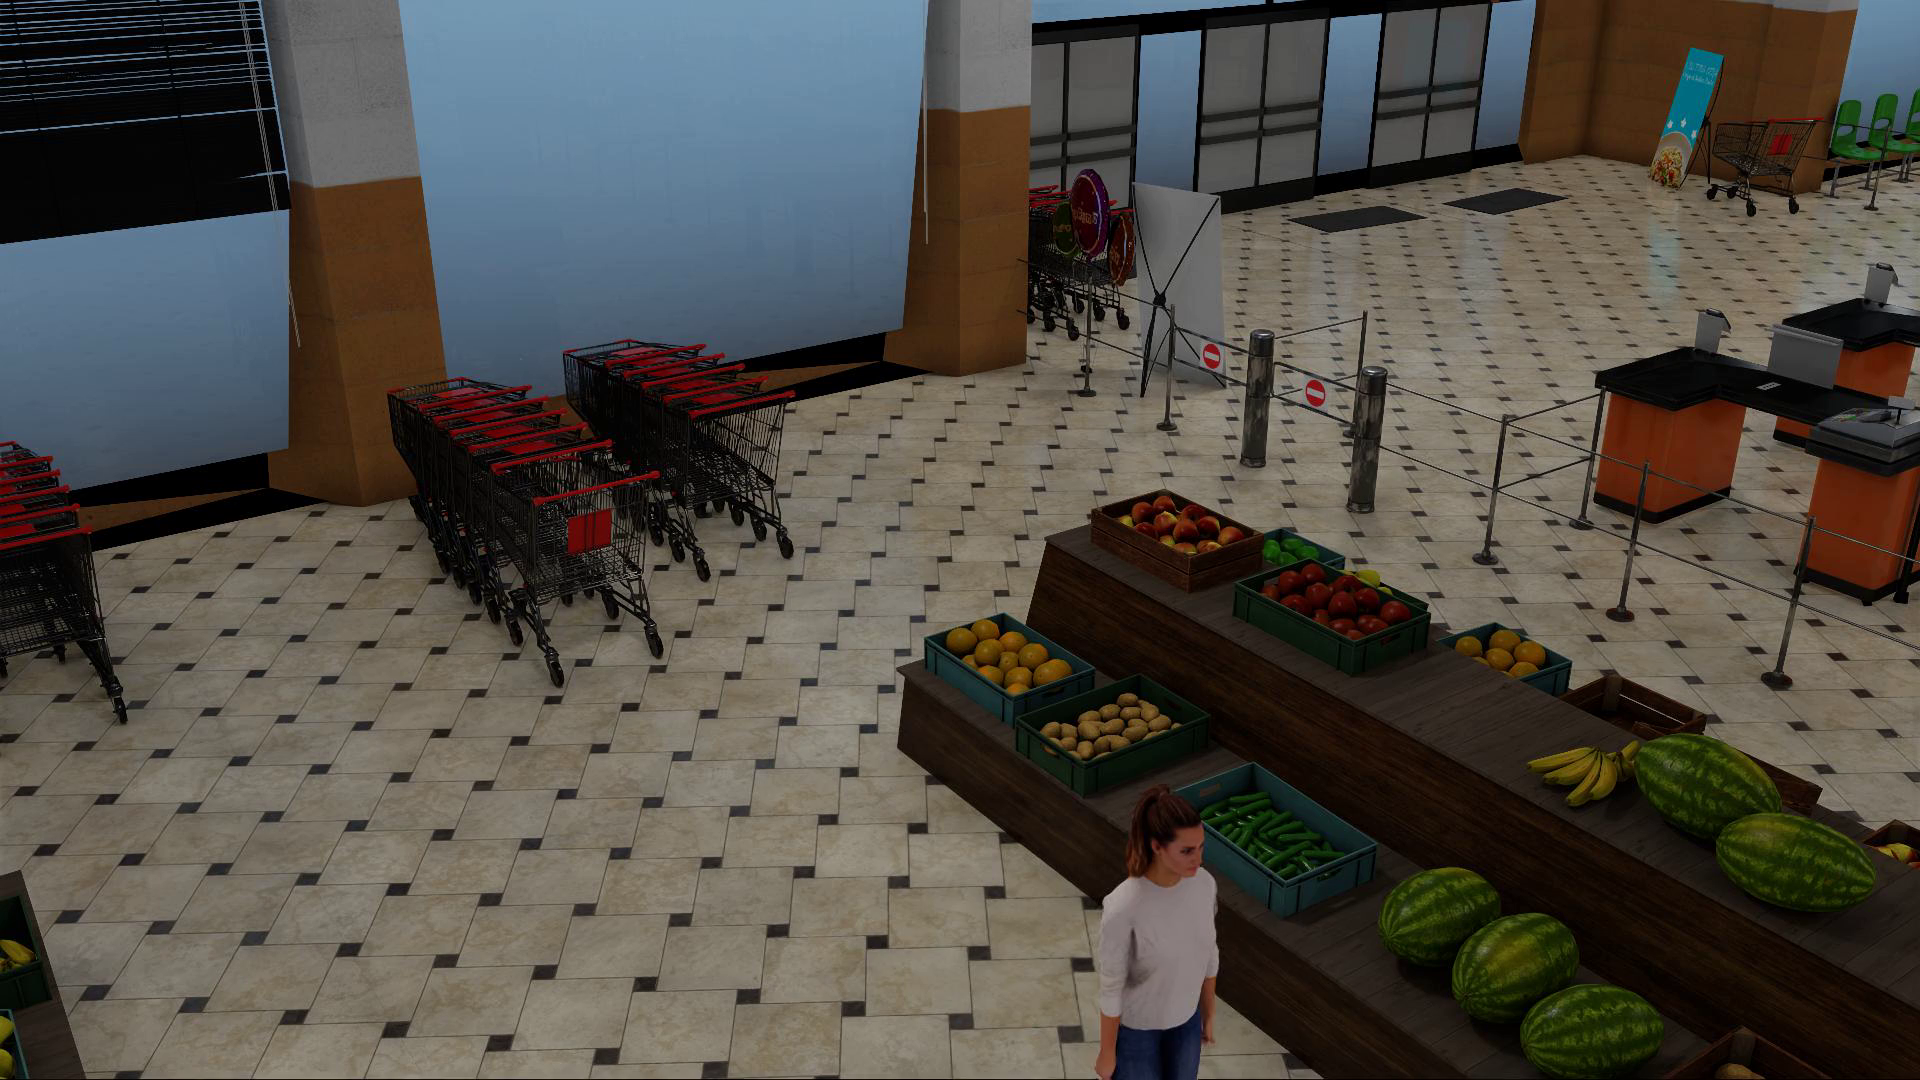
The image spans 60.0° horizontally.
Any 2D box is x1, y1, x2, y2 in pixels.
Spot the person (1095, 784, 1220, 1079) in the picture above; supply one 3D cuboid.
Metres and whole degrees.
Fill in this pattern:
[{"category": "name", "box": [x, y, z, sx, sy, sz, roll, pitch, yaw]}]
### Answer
[{"category": "person", "box": [0.578, 1.552, 5.416, 0.629, 1.707, 0.754, -14, 27, -30]}]
